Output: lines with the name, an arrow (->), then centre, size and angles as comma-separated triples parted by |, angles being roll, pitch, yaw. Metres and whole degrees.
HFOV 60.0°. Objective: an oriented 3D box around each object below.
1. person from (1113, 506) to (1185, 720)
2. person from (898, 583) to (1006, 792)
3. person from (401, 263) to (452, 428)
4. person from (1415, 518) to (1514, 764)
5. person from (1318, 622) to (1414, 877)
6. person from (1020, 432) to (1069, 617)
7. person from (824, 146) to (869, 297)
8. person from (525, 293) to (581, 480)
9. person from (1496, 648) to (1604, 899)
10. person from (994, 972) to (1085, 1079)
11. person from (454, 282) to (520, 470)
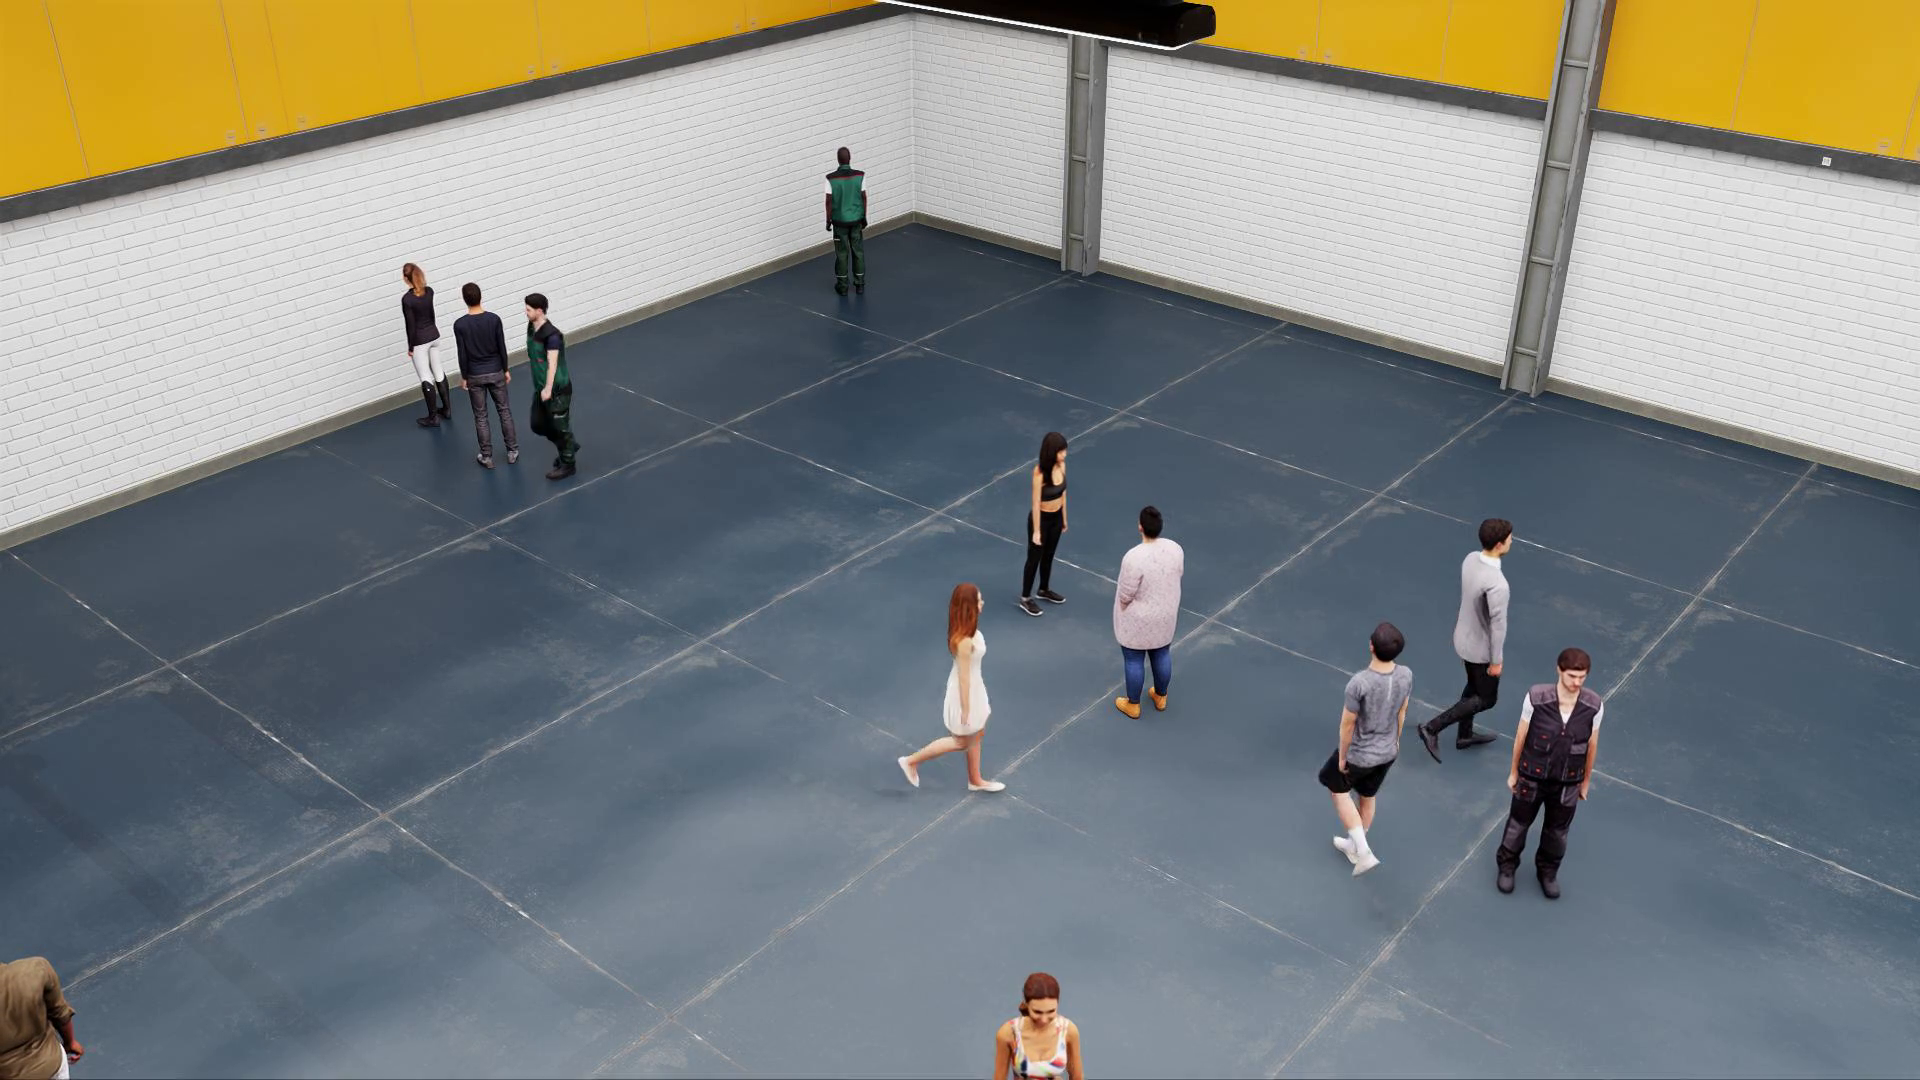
person -> 1.396, 0.521, 12.359 | 0.783, 1.743, 0.779 | -13, 31, -22
person -> -0.060, 1.054, 11.435 | 1.036, 1.692, 0.926 | 0, 29, 1
person -> -5.481, -2.004, 17.001 | 0.622, 1.729, 0.631 | 12, 31, 21
person -> 3.606, 0.734, 11.799 | 1.113, 1.904, 1.051 | -2, 29, -4
person -> 2.656, 1.388, 10.653 | 0.887, 1.854, 0.973 | -8, 30, -15
person -> 0.695, -0.157, 13.712 | 0.553, 1.637, 0.567 | 25, 37, 37
person -> -1.380, -3.909, 20.378 | 0.787, 1.839, 0.808 | -8, 30, -14
person -> -3.822, -1.486, 15.890 | 0.772, 1.885, 0.685 | -22, 35, -34
person -> 3.728, 1.467, 10.520 | 0.698, 1.843, 0.808 | 5, 29, 10
person -> 0.369, 2.772, 8.193 | 0.731, 1.779, 0.788 | -4, 29, -7
person -> -4.595, -1.599, 16.112 | 0.701, 1.871, 0.684 | -14, 31, -24
